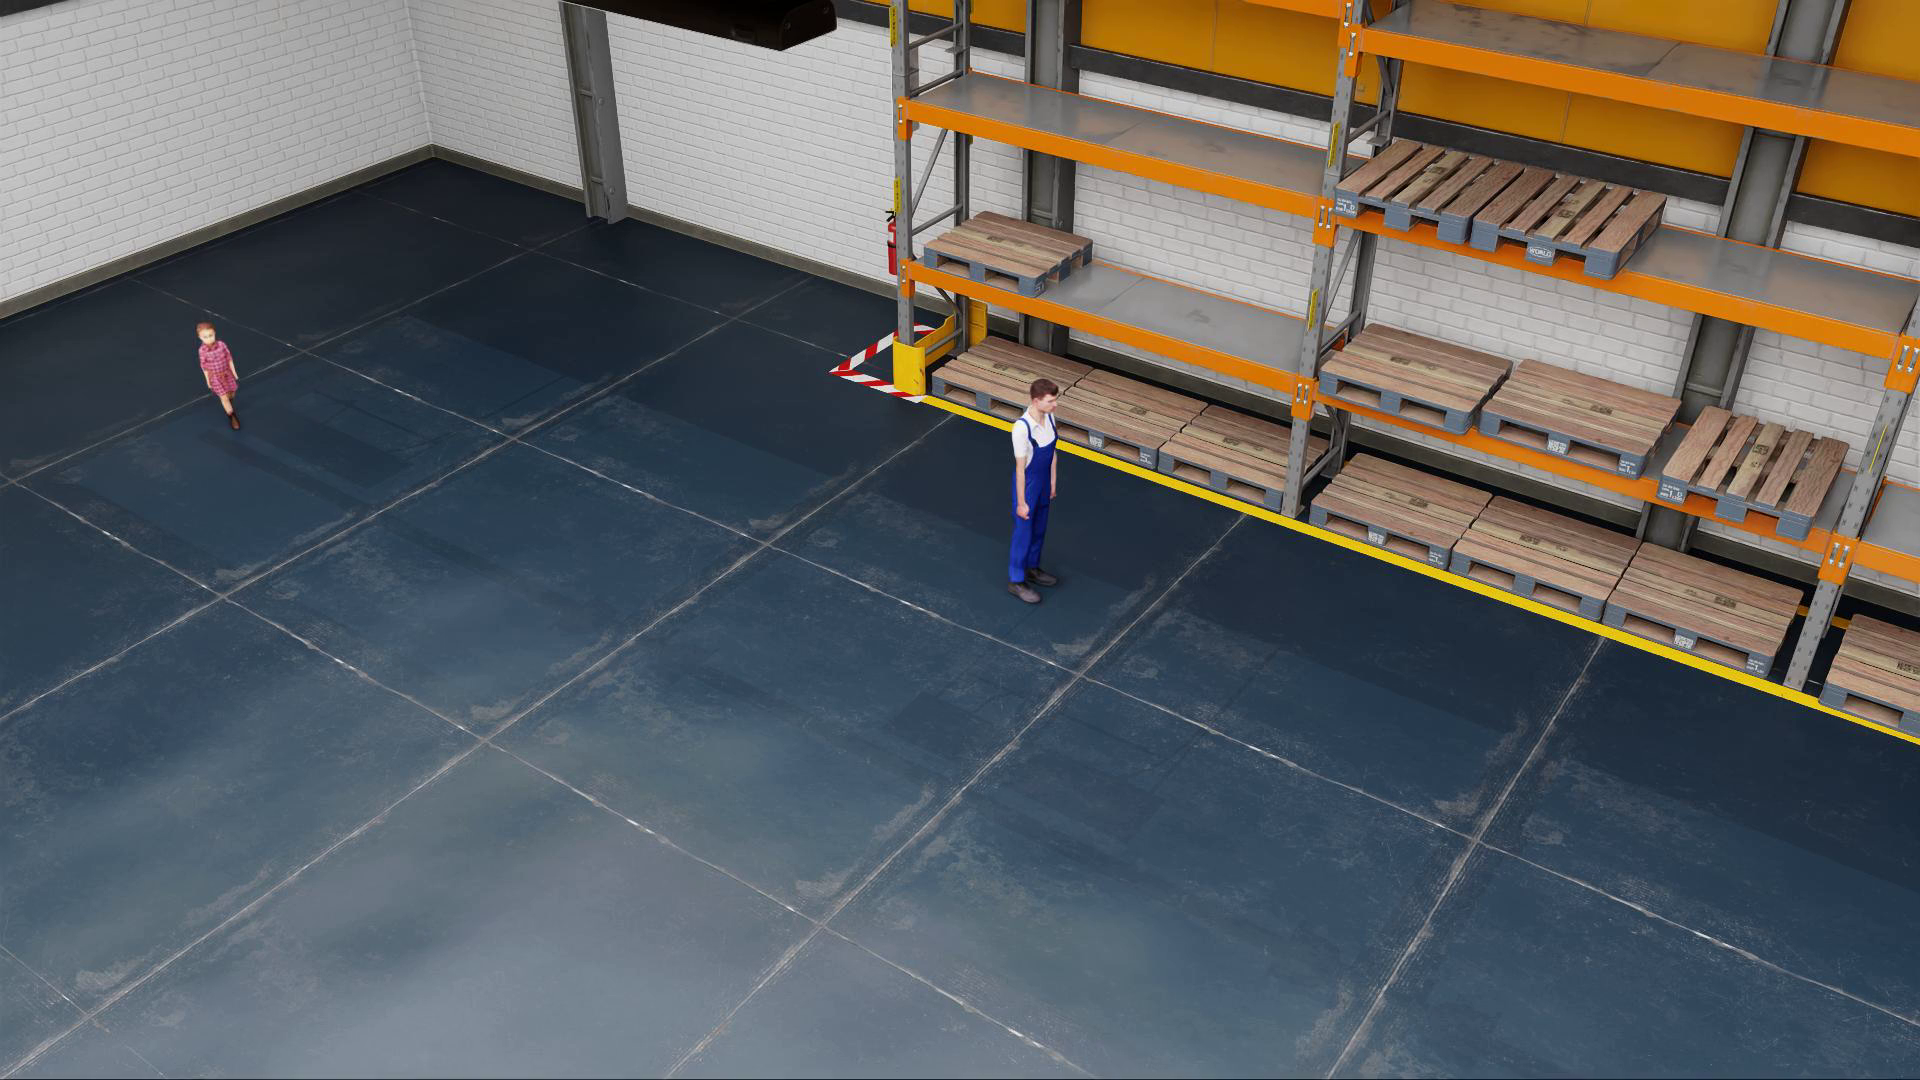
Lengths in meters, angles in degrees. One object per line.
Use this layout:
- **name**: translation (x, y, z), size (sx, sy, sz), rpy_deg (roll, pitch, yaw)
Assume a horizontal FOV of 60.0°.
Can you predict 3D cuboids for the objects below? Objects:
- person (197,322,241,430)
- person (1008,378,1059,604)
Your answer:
- **person**: translation (-6.683, -1.518, 15.022), size (0.549, 1.010, 0.711), rpy_deg (-21, 39, -29)
- **person**: translation (0.542, -0.414, 12.603), size (0.585, 1.848, 0.632), rpy_deg (23, 40, 31)
